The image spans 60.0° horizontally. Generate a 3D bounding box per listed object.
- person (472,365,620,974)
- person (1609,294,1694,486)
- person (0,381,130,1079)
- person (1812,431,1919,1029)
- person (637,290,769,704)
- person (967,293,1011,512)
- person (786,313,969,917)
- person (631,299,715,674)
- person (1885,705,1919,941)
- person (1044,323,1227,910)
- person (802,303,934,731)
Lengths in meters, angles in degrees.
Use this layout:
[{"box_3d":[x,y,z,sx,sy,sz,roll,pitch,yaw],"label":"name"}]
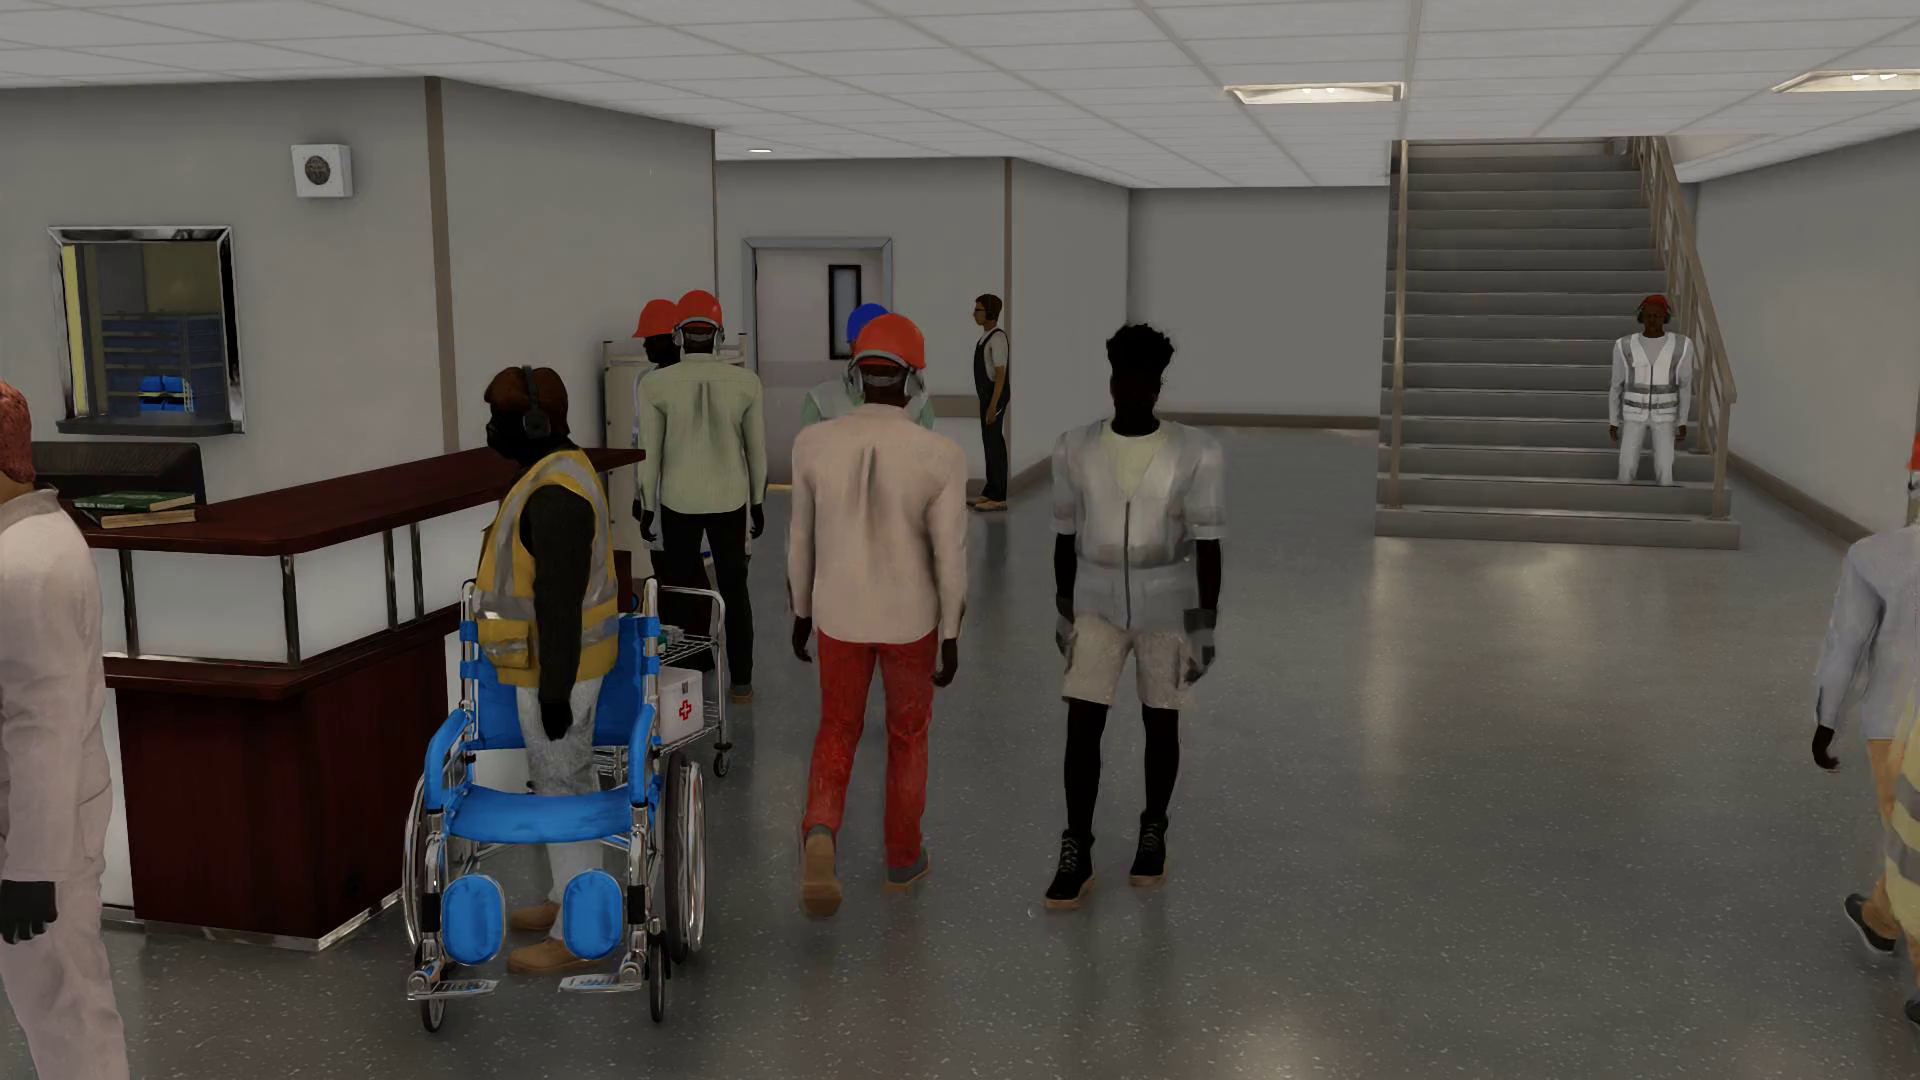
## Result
[{"box_3d":[-1.253,0.386,5.069,0.429,1.836,0.633,-2,10,-14],"label":"person"},{"box_3d":[5.245,-0.926,12.670,0.575,1.876,0.364,4,10,23],"label":"person"},{"box_3d":[-2.019,0.603,3.554,0.402,1.906,0.652,-5,11,-29],"label":"person"},{"box_3d":[2.773,0.494,4.782,0.582,1.703,0.923,1,10,6],"label":"person"},{"box_3d":[-1.229,-0.187,7.944,0.626,1.992,0.387,-4,10,-20],"label":"person"},{"box_3d":[0.252,-1.165,14.137,0.343,1.847,0.507,-1,10,-9],"label":"person"},{"box_3d":[-0.290,0.260,5.395,0.632,1.968,0.759,2,10,12],"label":"person"},{"box_3d":[-1.489,-0.259,8.540,0.553,1.935,0.363,6,12,33],"label":"person"},{"box_3d":[1.986,0.730,3.162,0.514,1.790,0.661,3,10,19],"label":"person"},{"box_3d":[0.560,0.260,5.491,0.612,1.926,0.778,3,10,15],"label":"person"},{"box_3d":[-0.405,-0.059,7.325,0.603,1.951,0.380,-2,10,-12],"label":"person"}]
